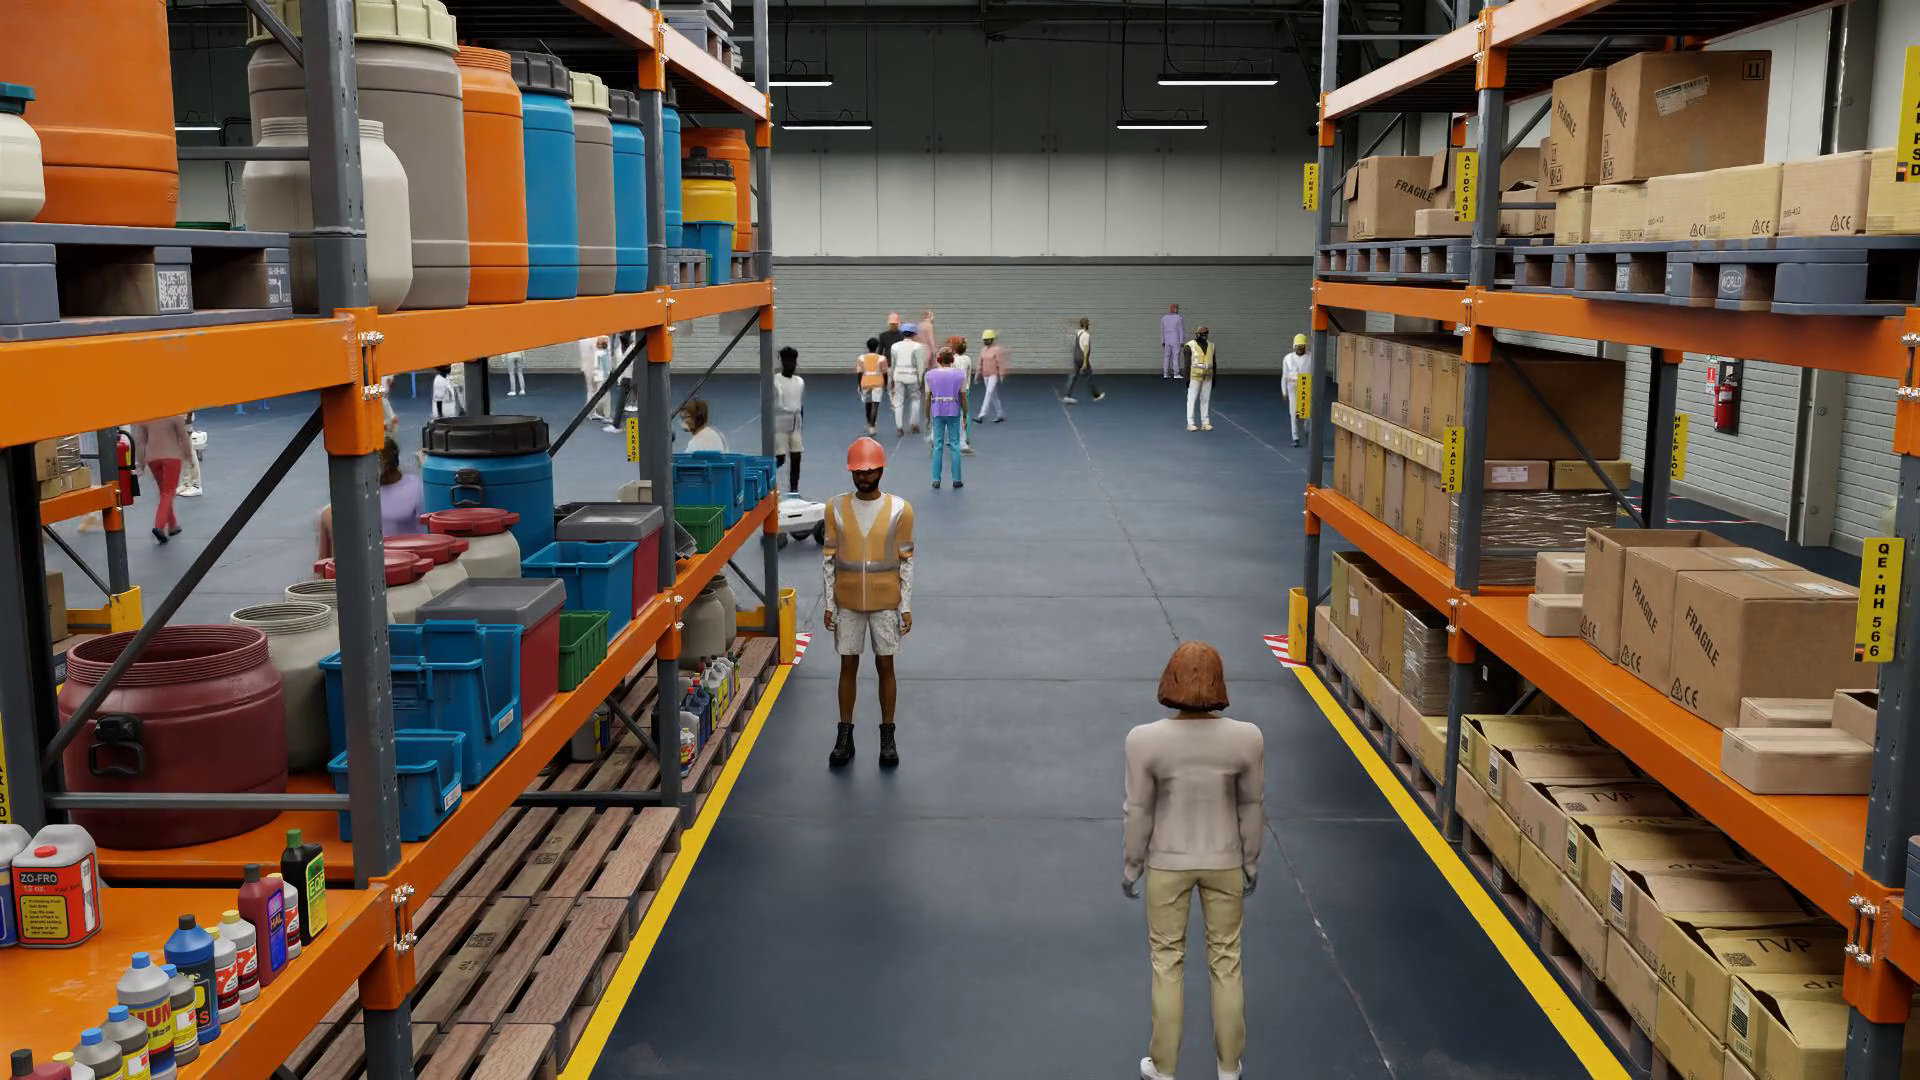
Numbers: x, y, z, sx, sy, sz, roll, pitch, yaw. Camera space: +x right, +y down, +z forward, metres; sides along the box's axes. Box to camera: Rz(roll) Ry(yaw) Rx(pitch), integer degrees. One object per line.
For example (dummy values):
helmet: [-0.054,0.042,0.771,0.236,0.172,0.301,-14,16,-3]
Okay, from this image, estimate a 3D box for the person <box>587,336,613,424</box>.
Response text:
person: [-6.596,-2.927,30.464,0.585,1.618,0.520,-5,11,-26]

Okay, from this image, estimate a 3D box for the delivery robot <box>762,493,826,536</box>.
delivery robot: [-1.736,-0.254,17.458,0.707,0.478,0.477,-9,13,-42]

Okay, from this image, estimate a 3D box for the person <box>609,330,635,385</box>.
person: [-7.806,-4.407,38.560,0.652,1.885,1.022,-1,10,-5]

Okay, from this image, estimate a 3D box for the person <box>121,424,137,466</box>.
person: [-12.218,-1.976,24.078,0.522,1.842,0.418,3,10,15]

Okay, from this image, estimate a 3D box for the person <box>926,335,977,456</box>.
person: [-0.133,-2.198,25.380,0.805,1.860,0.582,-4,10,-22]

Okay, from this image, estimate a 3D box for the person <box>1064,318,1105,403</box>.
person: [2.594,-3.776,35.014,1.025,1.788,0.525,-6,11,-30]

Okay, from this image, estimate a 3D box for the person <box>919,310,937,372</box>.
person: [-0.805,-4.416,38.633,0.940,1.870,0.637,-2,10,-12]

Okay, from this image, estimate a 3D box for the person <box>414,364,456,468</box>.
person: [-7.286,-1.755,23.228,0.670,1.679,0.533,-2,10,-12]

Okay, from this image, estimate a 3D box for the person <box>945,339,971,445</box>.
person: [-0.041,-2.417,26.951,0.312,1.766,0.533,9,13,42]

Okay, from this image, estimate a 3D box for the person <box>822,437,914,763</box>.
person: [-0.544,0.359,9.802,0.543,1.939,0.361,1,9,4]

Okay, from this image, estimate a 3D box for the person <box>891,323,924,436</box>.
person: [-0.893,-2.761,28.568,0.642,1.900,0.793,3,10,17]

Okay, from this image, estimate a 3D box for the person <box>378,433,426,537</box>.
person: [-3.435,0.307,10.219,0.698,1.932,0.331,2,10,12]

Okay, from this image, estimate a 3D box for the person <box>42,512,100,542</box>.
person: [-9.720,-0.916,17.902,0.616,1.811,0.952,6,11,32]

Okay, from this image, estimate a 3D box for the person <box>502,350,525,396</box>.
person: [-9.948,-4.033,37.046,0.508,1.631,0.295,-7,12,-38]

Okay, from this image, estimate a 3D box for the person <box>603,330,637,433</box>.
person: [-5.752,-2.804,28.973,0.603,1.870,1.001,8,12,38]

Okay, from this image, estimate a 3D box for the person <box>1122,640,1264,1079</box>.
person: [0.823,1.162,5.901,0.498,1.634,0.283,0,9,-1]

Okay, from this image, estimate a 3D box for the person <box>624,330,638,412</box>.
person: [-6.533,-3.509,33.002,0.388,1.926,0.590,-4,10,-24]

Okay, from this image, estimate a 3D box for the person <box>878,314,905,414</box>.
person: [-1.320,-3.530,33.095,0.621,1.958,1.022,0,9,3]

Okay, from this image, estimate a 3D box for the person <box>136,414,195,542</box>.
person: [-8.541,-0.872,17.789,0.523,1.728,0.861,0,9,1]

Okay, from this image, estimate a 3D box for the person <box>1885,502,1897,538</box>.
person: [6.202,0.312,10.599,0.604,1.769,0.950,1,10,8]

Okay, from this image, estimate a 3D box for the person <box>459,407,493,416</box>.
person: [-8.844,-3.049,30.037,0.692,2.000,0.996,7,12,36]

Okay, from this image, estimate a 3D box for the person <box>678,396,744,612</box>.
person: [-2.031,-0.184,13.105,0.444,1.918,0.658,0,9,0]

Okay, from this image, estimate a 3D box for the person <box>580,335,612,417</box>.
person: [-7.043,-3.346,32.183,0.601,1.870,1.015,-2,10,-11]

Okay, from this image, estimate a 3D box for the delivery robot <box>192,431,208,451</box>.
delivery robot: [-11.652,-1.496,24.896,0.707,0.478,0.477,-3,10,-20]

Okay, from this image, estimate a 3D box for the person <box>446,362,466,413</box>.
person: [-8.864,-2.736,29.338,0.524,1.608,0.764,7,12,37]

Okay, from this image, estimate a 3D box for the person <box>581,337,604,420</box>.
person: [-6.859,-3.200,31.287,0.432,1.889,0.641,-6,11,-33]

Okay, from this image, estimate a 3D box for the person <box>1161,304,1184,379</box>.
person: [5.435,-5.057,42.348,0.652,1.904,0.402,8,12,39]

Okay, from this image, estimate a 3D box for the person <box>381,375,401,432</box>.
person: [-10.098,-2.841,28.981,0.433,1.931,0.607,-7,12,-37]

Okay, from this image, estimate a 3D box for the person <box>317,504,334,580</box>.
person: [-4.037,0.317,11.012,0.532,1.610,0.577,2,10,13]

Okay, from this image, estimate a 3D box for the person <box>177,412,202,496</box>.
person: [-9.917,-1.493,21.146,0.500,1.862,0.331,7,12,36]

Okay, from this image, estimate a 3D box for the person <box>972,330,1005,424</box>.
person: [0.519,-2.999,30.567,0.926,1.710,0.548,-9,13,-42]

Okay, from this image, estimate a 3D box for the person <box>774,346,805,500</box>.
person: [-2.156,-1.388,20.234,0.629,1.946,0.637,-9,13,-43]

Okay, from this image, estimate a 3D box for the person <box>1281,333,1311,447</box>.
person: [5.481,-2.419,26.795,0.623,1.818,0.422,3,10,18]

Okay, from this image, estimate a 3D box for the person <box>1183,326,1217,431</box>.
person: [4.246,-2.851,29.345,0.632,1.838,0.429,-4,10,-21]

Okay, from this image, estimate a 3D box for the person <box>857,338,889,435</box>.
person: [-1.490,-2.649,28.677,0.546,1.646,0.860,2,10,9]

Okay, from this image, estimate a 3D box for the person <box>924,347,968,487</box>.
person: [-0.182,-1.614,21.881,0.569,1.849,0.384,0,9,2]
